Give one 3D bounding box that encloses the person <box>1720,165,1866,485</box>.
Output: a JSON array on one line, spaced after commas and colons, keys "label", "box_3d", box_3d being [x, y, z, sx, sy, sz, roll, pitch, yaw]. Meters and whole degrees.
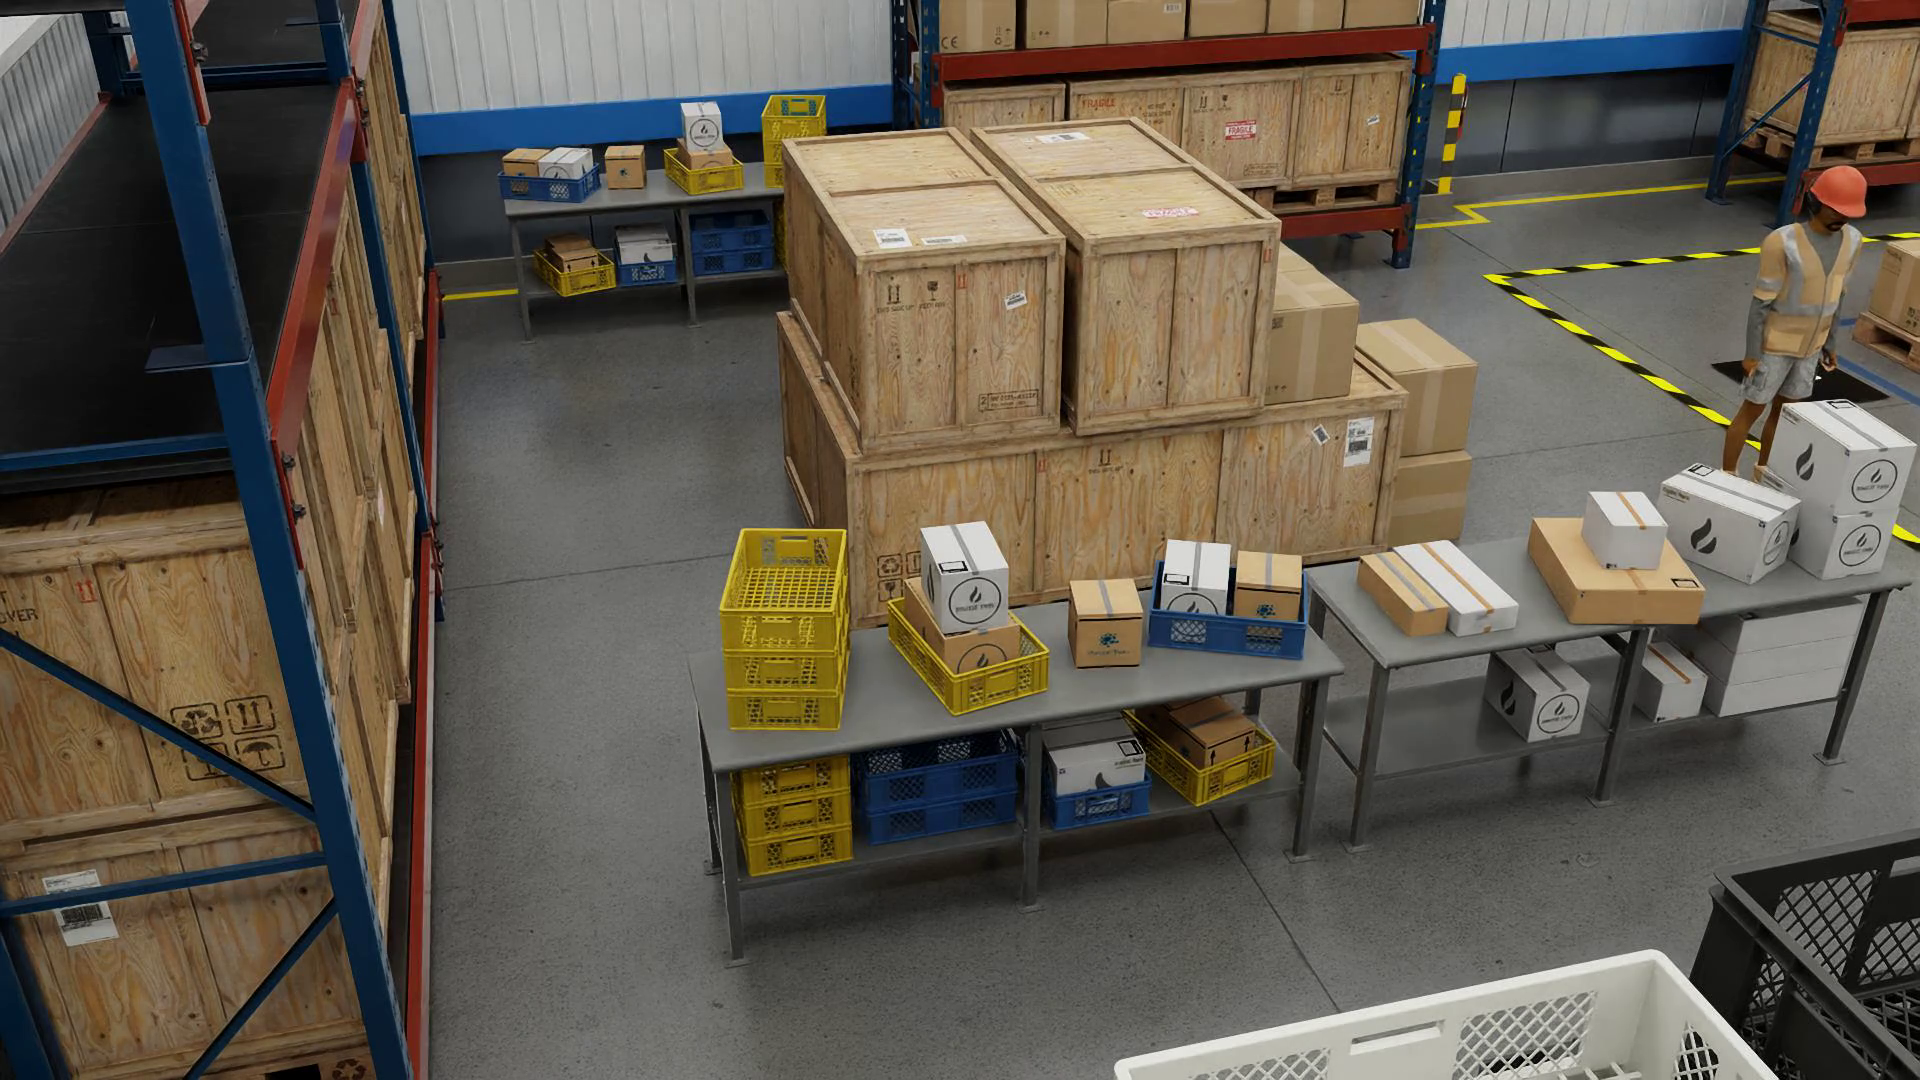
[{"label": "person", "box_3d": [4.652, -1.092, 9.271, 0.604, 2.035, 0.386, -8, 30, -13]}]
